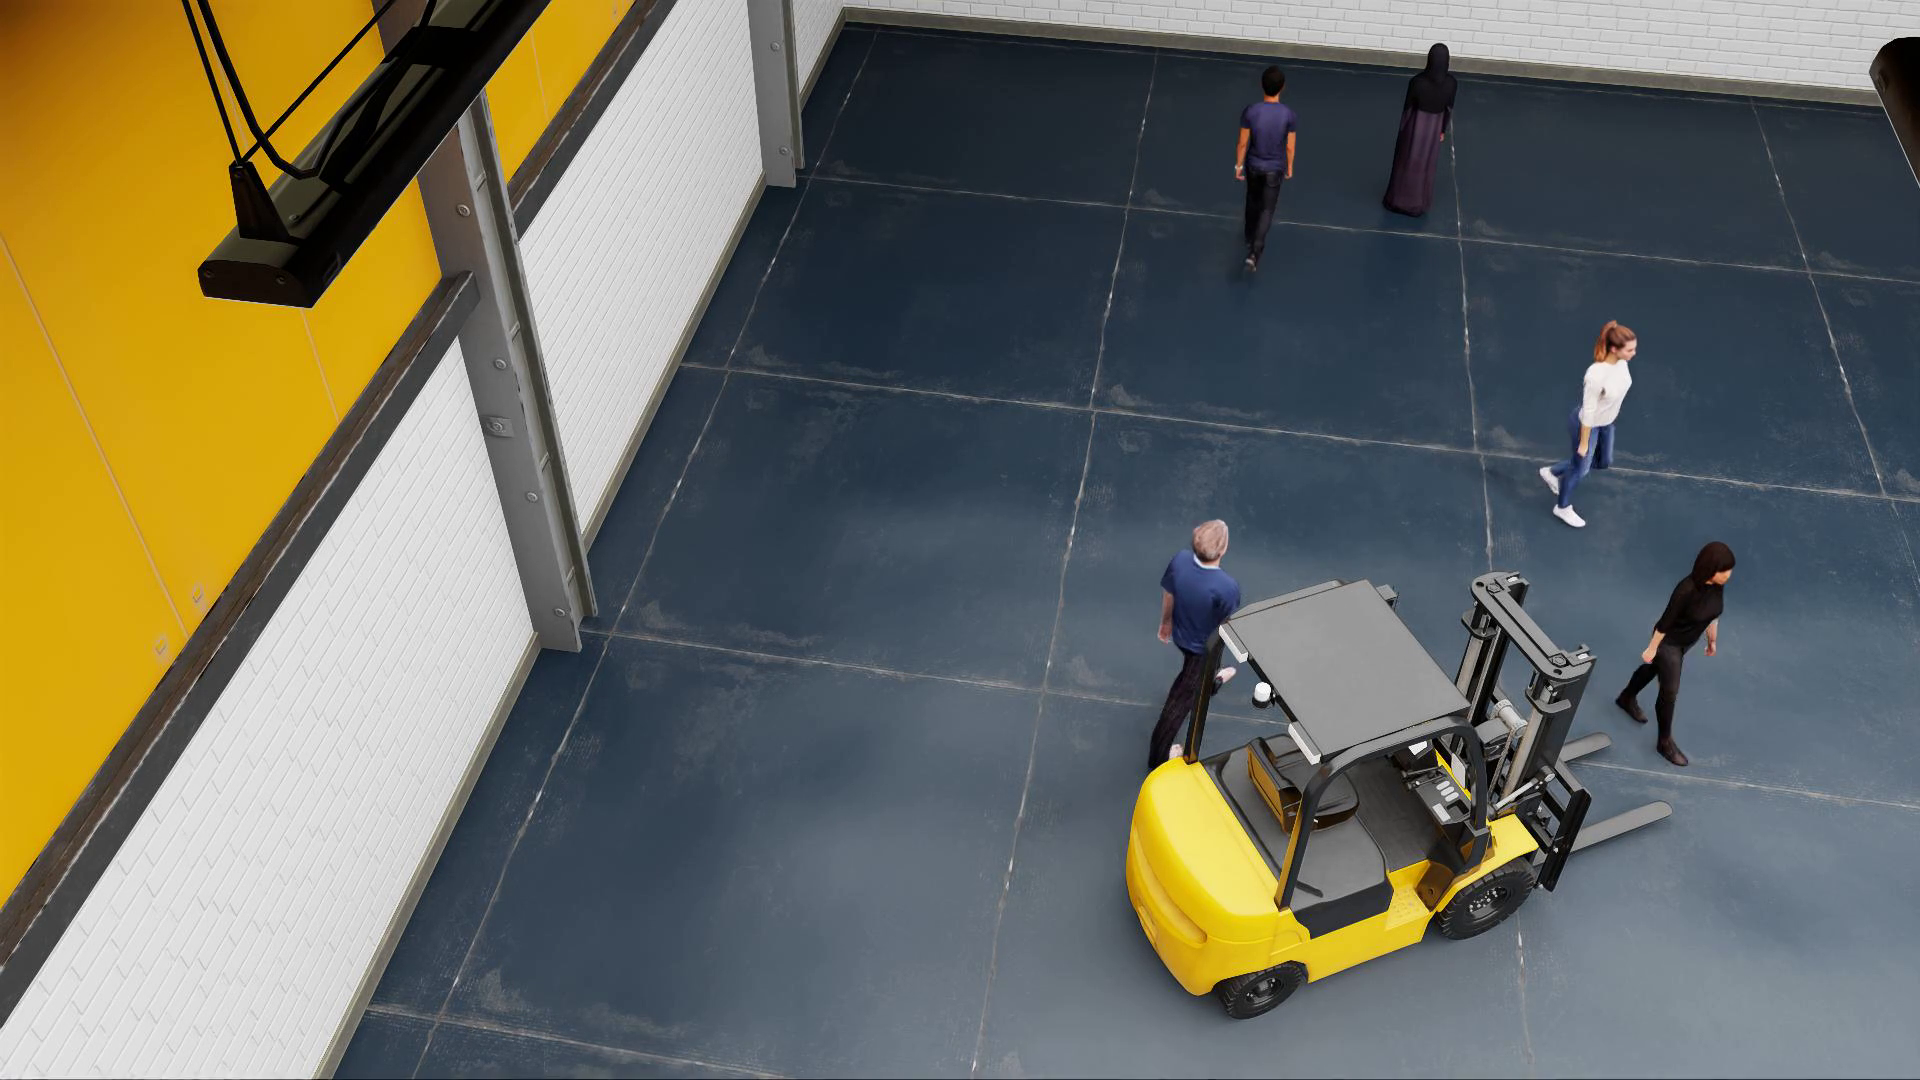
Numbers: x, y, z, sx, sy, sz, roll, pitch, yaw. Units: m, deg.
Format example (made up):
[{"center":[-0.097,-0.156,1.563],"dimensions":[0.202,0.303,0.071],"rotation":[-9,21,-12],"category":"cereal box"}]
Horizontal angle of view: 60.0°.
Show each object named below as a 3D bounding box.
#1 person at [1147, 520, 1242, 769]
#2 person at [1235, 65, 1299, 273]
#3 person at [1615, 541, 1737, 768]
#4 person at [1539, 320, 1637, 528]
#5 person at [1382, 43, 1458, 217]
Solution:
[{"center":[1.377,0.683,10.092],"dimensions":[1.245,1.821,1.149],"rotation":[-28,50,-26],"category":"person"},{"center":[2.578,-3.115,14.118],"dimensions":[0.756,1.765,1.123],"rotation":[13,45,13],"category":"person"},{"center":[4.397,0.567,10.356],"dimensions":[0.917,1.624,0.995],"rotation":[-23,48,-22],"category":"person"},{"center":[4.395,-0.841,11.772],"dimensions":[0.803,1.709,0.858],"rotation":[-33,53,-30],"category":"person"},{"center":[4.109,-3.659,14.798],"dimensions":[0.622,1.616,0.629],"rotation":[2,44,2],"category":"person"}]
